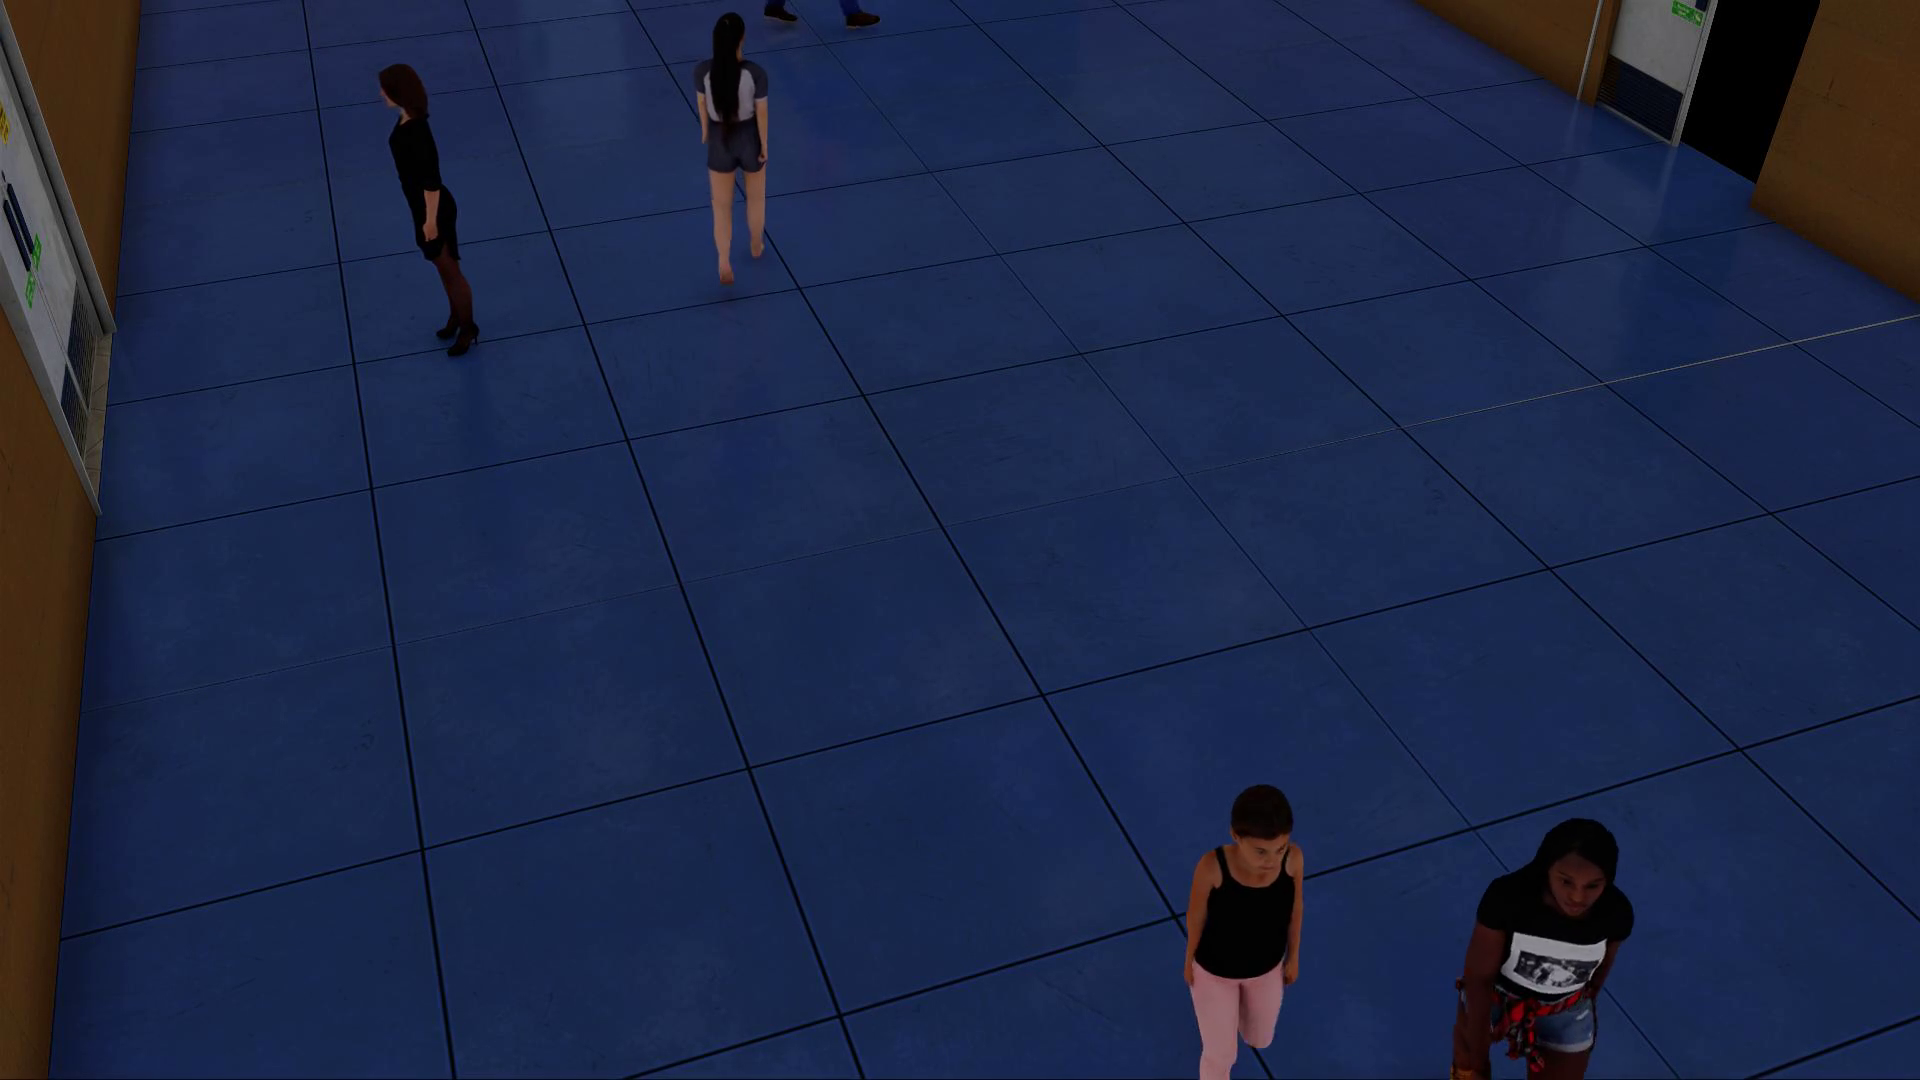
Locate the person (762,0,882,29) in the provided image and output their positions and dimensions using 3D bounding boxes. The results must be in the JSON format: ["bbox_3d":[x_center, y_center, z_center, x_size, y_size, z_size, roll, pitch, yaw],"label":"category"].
[{"bbox_3d":[-1.269,-5.018,13.432,1.297,1.823,0.924,-2,37,-3],"label":"person"}]

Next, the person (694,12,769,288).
[{"bbox_3d":[-1.366,-2.320,10.001,0.980,1.626,0.848,0,37,0],"label":"person"}]

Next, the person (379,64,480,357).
[{"bbox_3d":[-2.941,-1.838,9.280,0.519,1.705,0.603,-16,40,-20],"label":"person"}]

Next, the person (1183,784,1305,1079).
[{"bbox_3d":[0.863,1.292,5.256,0.870,1.544,0.679,-7,37,-9],"label":"person"}]

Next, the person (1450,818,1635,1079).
[{"bbox_3d":[1.672,1.378,5.036,1.208,1.671,1.074,5,37,7],"label":"person"}]
